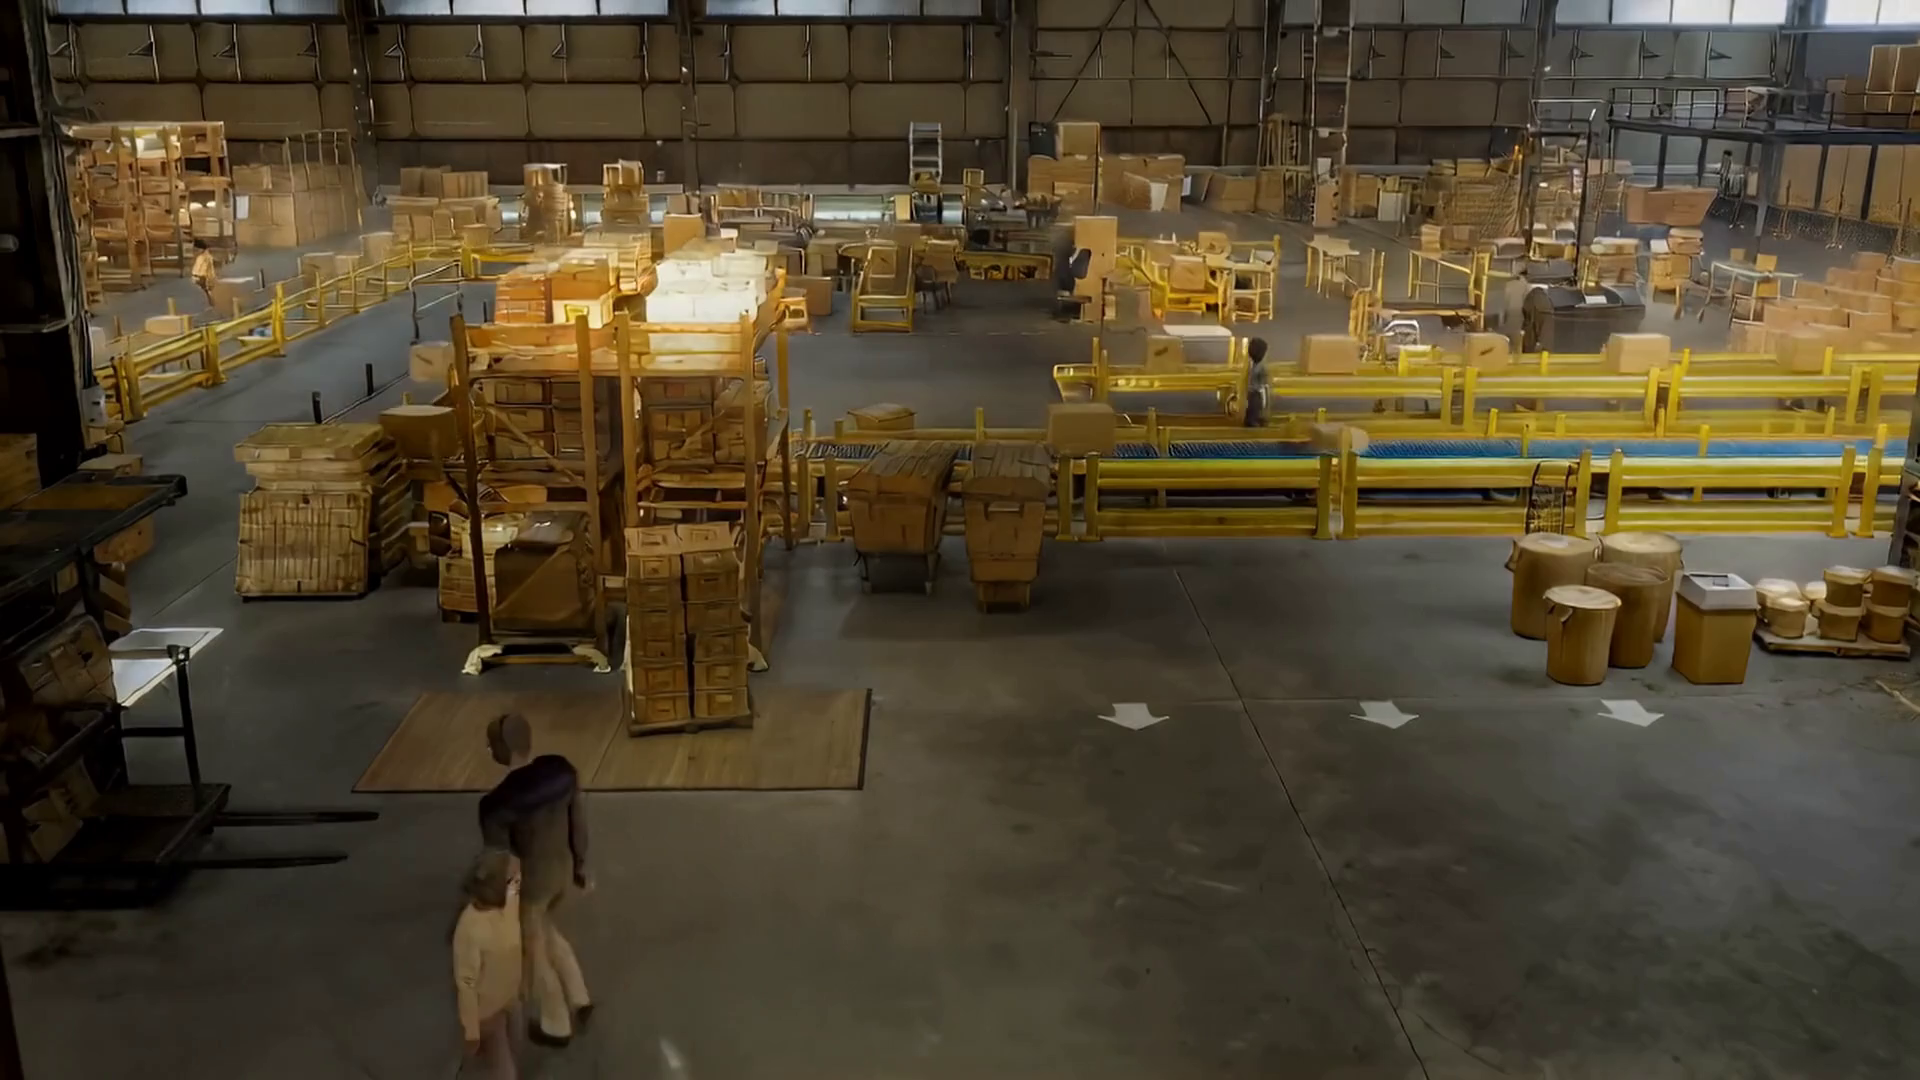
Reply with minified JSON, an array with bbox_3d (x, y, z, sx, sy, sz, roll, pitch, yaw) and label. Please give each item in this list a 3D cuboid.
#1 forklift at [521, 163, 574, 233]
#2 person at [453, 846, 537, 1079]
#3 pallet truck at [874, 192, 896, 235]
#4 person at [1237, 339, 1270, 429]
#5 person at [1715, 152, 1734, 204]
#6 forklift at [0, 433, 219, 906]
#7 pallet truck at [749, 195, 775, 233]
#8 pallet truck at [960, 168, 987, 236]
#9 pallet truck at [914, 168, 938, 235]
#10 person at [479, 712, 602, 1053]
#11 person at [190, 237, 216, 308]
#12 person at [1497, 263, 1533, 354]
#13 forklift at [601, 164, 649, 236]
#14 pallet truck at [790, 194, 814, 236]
[{"bbox_3d":[-12.233,-10.122,49.298,1.157,1.987,2.680,0,16,-1],"label":"forklift"},{"bbox_3d":[-2.172,2.175,7.761,0.369,1.618,0.496,3,16,11],"label":"person"},{"bbox_3d":[-2.277,-9.986,50.594,0.653,1.274,1.630,0,16,-1],"label":"pallet truck"},{"bbox_3d":[3.734,-1.762,21.379,0.866,1.654,0.542,1,16,3],"label":"person"},{"bbox_3d":[28.120,-13.327,61.180,0.575,1.882,0.355,-1,16,-4],"label":"person"},{"bbox_3d":[-5.952,0.780,10.366,1.873,2.768,1.129,0,16,-1],"label":"forklift"},{"bbox_3d":[-6.051,-9.967,50.660,0.680,1.201,1.601,0,16,-1],"label":"pallet truck"},{"bbox_3d":[0.383,-10.230,50.206,0.823,1.965,1.885,-1,16,-3],"label":"pallet truck"},{"bbox_3d":[-0.989,-10.316,50.507,0.823,1.965,1.885,1,16,3],"label":"pallet truck"},{"bbox_3d":[-2.210,1.786,8.579,0.428,1.917,0.650,8,18,26],"label":"person"},{"bbox_3d":[-14.492,-4.886,31.924,0.403,1.830,0.601,-9,18,-29],"label":"person"},{"bbox_3d":[9.551,-3.909,28.710,0.865,1.729,0.525,-12,20,-36],"label":"person"},{"bbox_3d":[-9.948,-10.127,49.296,1.157,1.987,2.680,-1,16,-3],"label":"forklift"},{"bbox_3d":[-4.814,-9.883,50.259,0.704,1.261,1.522,-1,16,-3],"label":"pallet truck"}]
